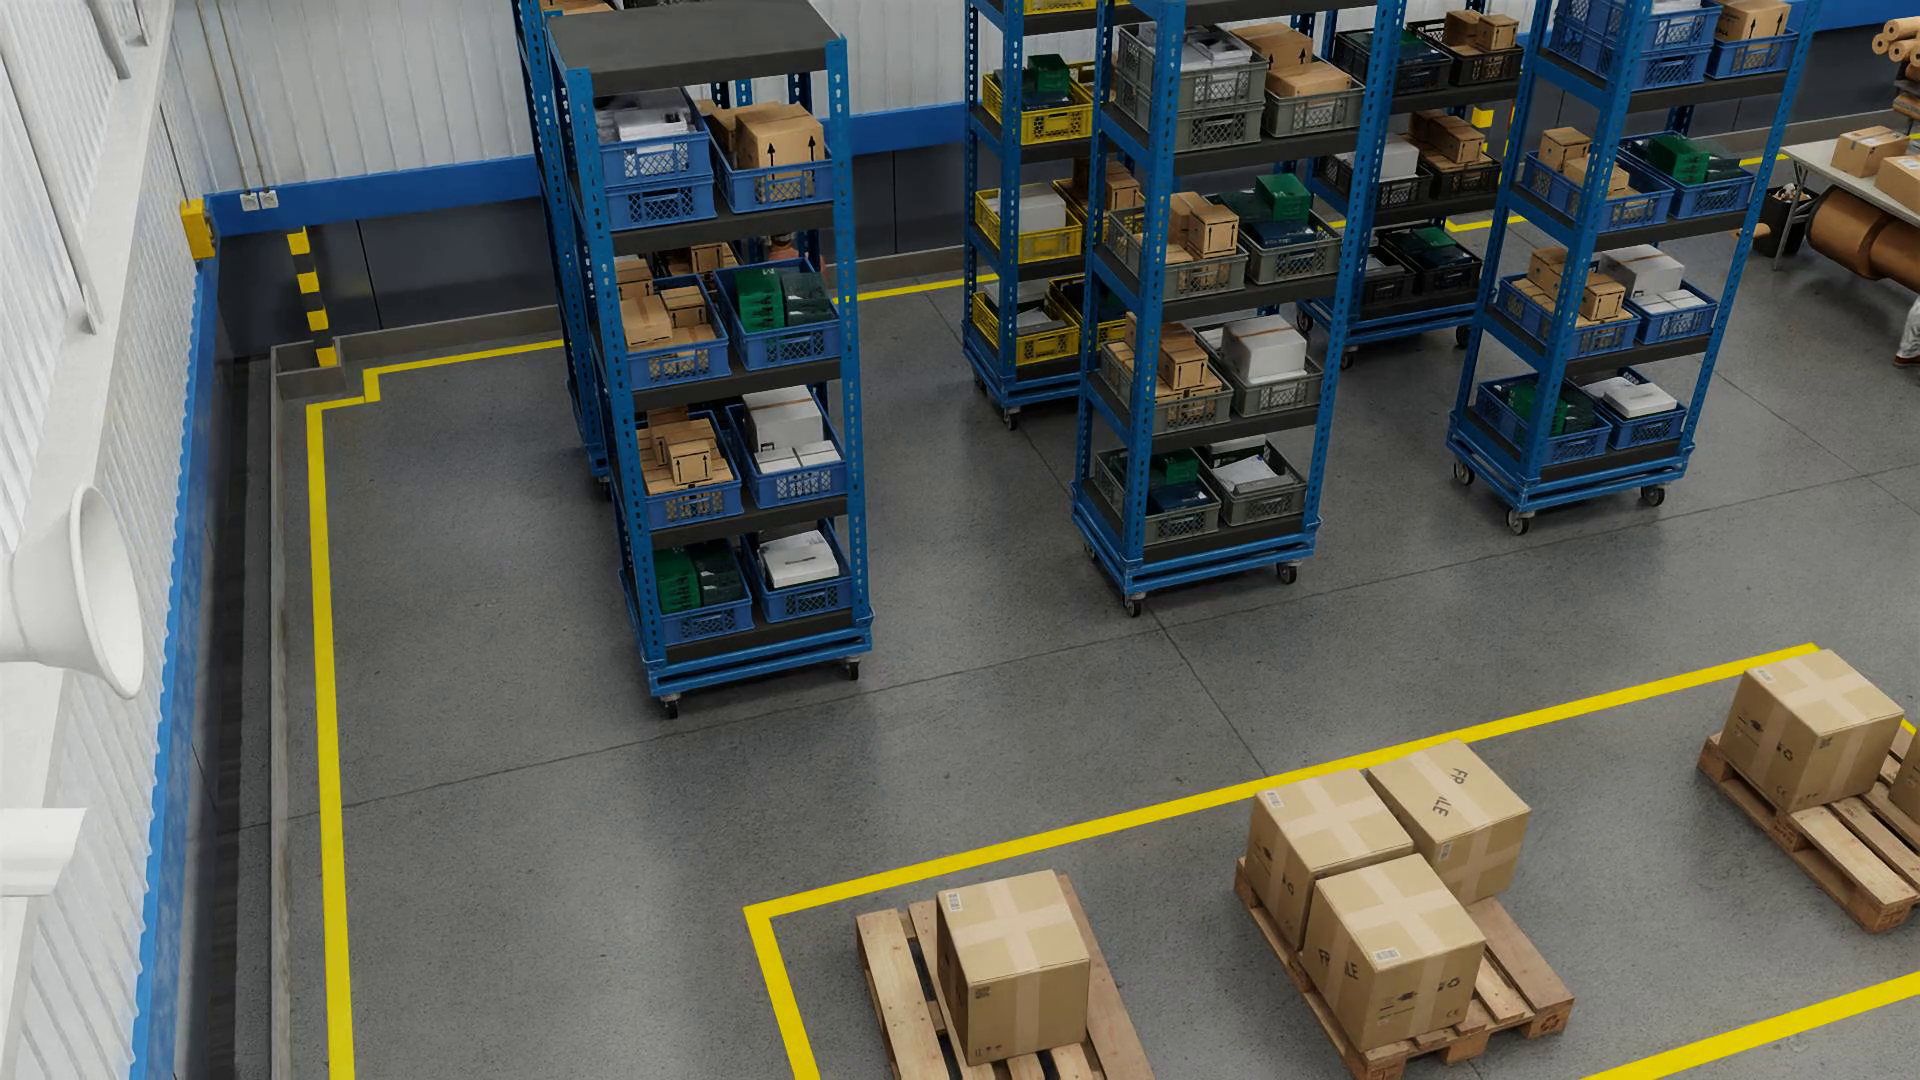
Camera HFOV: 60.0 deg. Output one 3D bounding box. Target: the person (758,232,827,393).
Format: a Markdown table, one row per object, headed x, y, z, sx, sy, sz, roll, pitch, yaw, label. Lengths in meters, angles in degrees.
| x | y | z | sx | sy | sz | roll | pitch | yaw | label |
| --- | --- | --- | --- | --- | --- | --- | --- | --- | --- |
| -1.068 | -1.149 | 10.190 | 0.629 | 1.980 | 0.410 | -28 | 44 | -34 | person |

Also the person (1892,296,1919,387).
| x | y | z | sx | sy | sz | roll | pitch | yaw | label |
| --- | --- | --- | --- | --- | --- | --- | --- | --- | --- |
| 6.908 | -1.975 | 11.406 | 0.366 | 1.932 | 0.630 | -5 | 35 | -7 | person |
